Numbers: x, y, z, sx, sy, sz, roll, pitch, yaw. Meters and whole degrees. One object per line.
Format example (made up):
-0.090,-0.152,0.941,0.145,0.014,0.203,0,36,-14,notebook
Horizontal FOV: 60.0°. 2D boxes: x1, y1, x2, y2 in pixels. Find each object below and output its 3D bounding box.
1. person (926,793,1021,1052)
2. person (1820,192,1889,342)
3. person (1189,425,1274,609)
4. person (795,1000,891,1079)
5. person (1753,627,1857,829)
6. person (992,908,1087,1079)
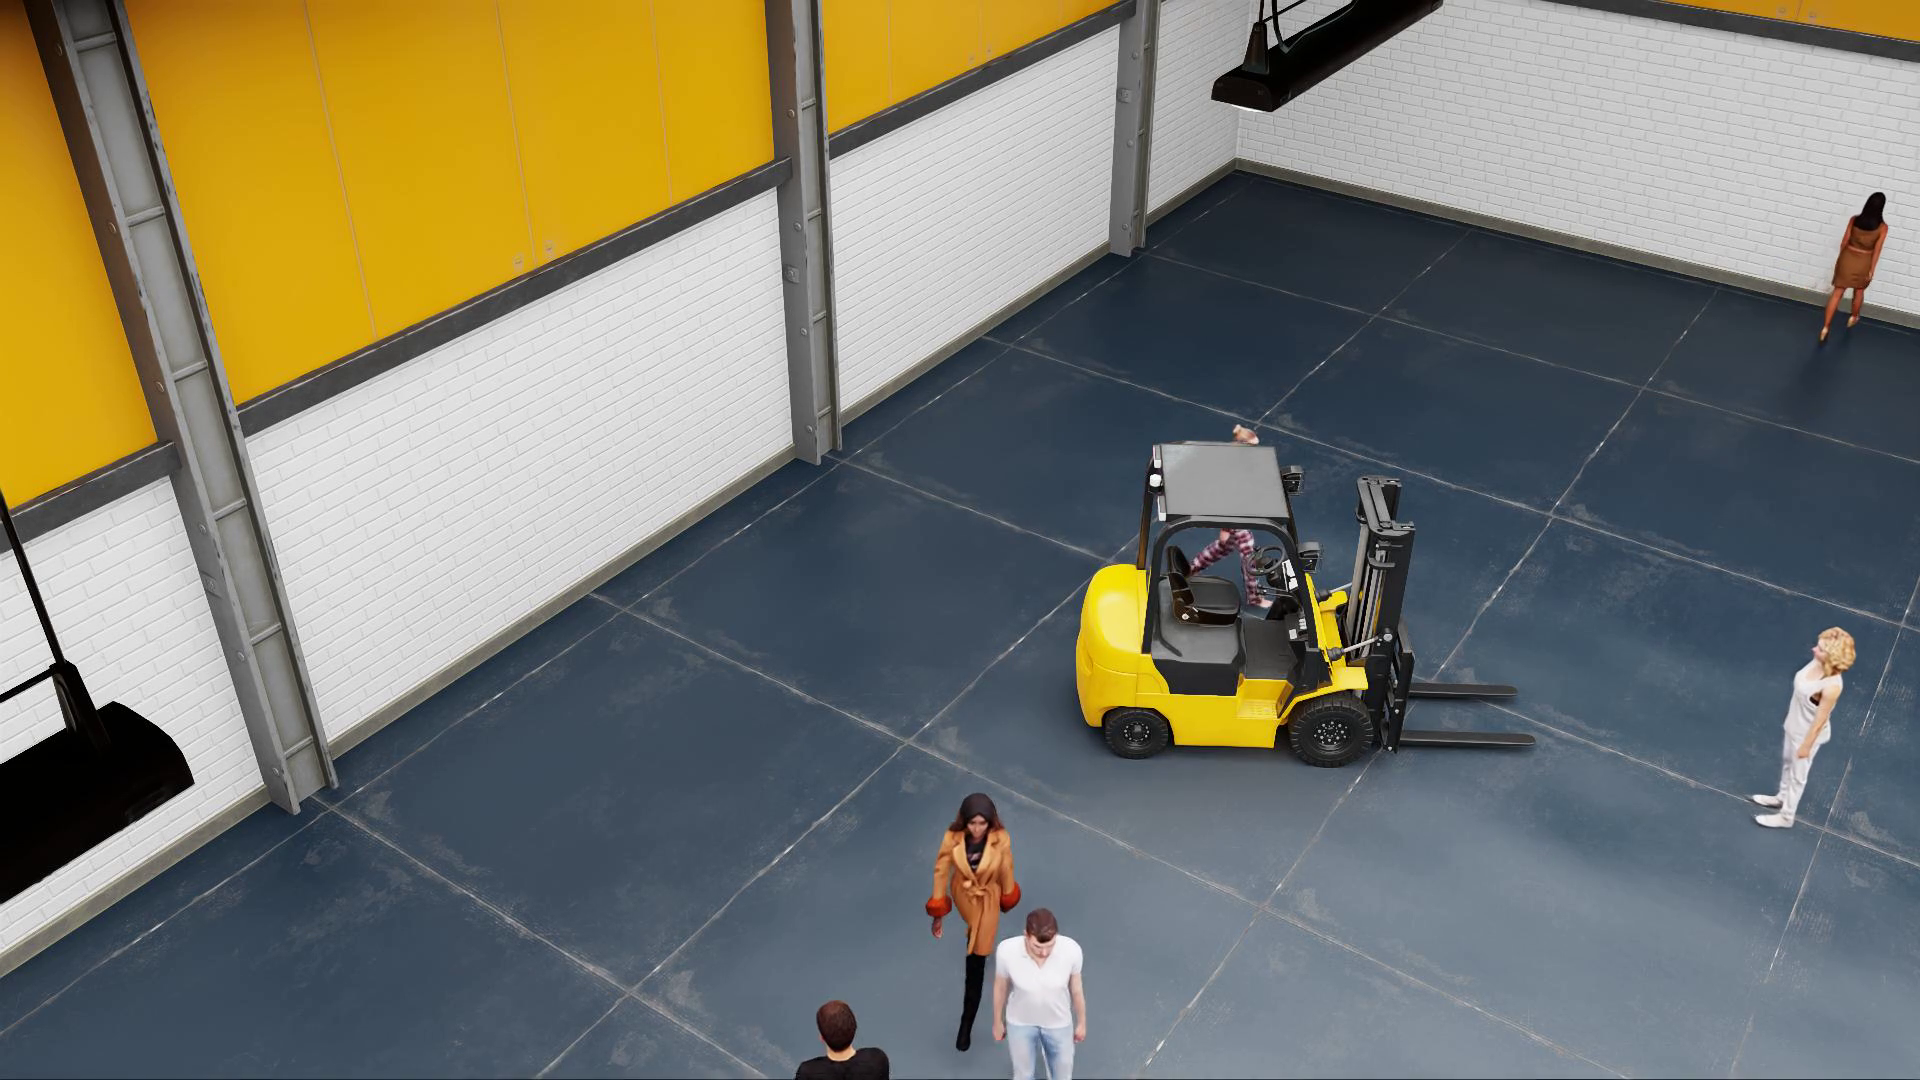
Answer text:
0.098,2.184,10.271,1.015,1.660,1.329,8,34,11,person
9.620,-2.916,17.955,0.642,1.647,0.989,26,41,33,person
2.241,-0.202,13.865,0.828,1.655,1.045,15,36,21,person
-0.582,3.193,8.616,1.254,1.810,1.190,-12,35,-17,person
5.917,1.304,11.584,0.721,1.671,0.595,8,34,12,person
0.446,2.651,9.409,0.892,1.835,0.962,1,34,2,person
